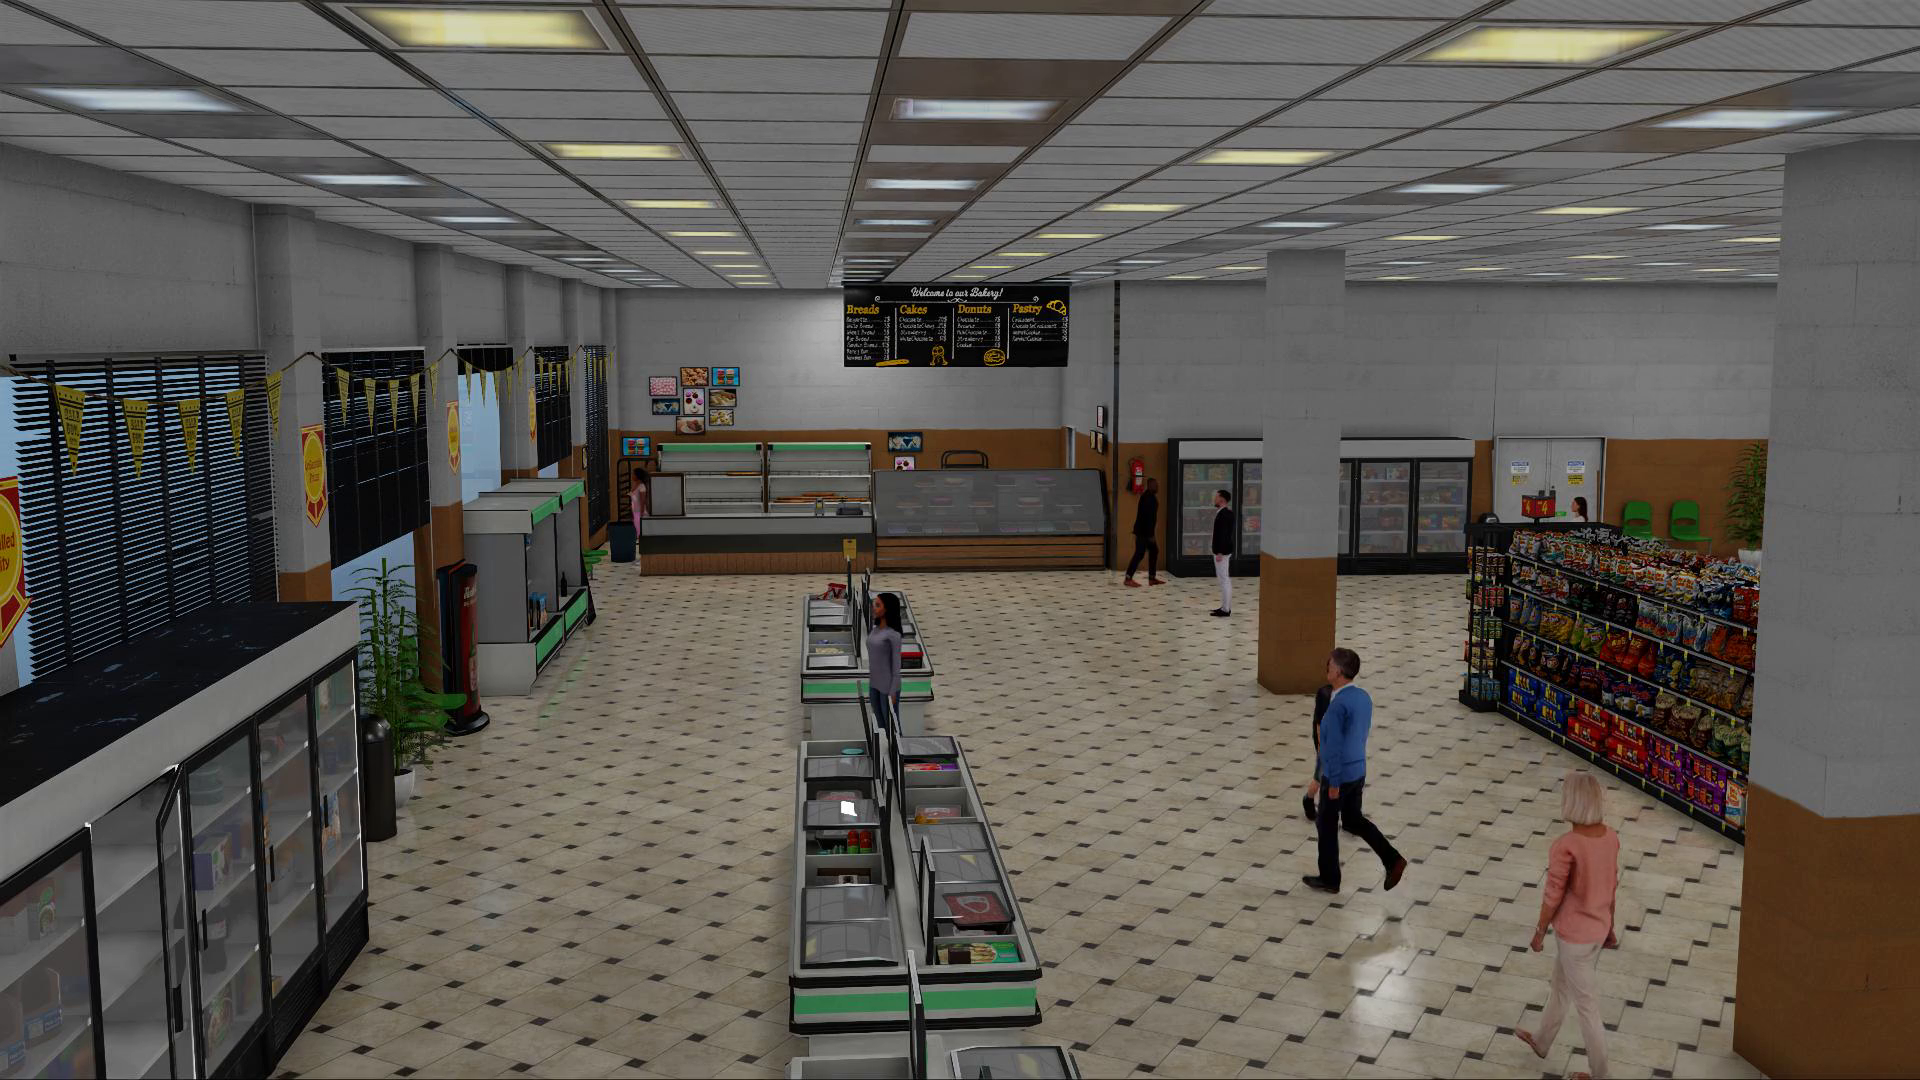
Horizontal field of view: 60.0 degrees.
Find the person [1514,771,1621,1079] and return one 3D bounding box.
[{"bbox_3d":[3.366,2.104,8.833,0.870,1.703,1.040,-4,8,-32],"label":"person"}]

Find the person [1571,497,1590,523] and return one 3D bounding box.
[{"bbox_3d":[9.178,0.190,24.731,0.726,1.688,0.593,2,7,15],"label":"person"}]

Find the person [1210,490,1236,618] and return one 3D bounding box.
[{"bbox_3d":[3.835,0.184,24.137,0.790,1.844,0.650,3,7,21],"label":"person"}]

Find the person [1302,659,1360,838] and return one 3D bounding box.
[{"bbox_3d":[3.022,1.672,13.587,0.638,1.422,0.985,-2,7,-14],"label":"person"}]

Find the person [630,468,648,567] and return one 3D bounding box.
[{"bbox_3d":[-5.682,-0.421,29.567,0.696,1.742,0.535,-3,7,-20],"label":"person"}]

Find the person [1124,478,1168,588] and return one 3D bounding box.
[{"bbox_3d":[2.903,-0.108,26.828,0.983,1.777,0.992,1,7,12],"label":"person"}]

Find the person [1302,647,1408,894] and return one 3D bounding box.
[{"bbox_3d":[2.834,1.682,11.925,1.096,1.800,1.040,6,9,39],"label":"person"}]

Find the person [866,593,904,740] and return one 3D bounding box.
[{"bbox_3d":[-0.660,1.333,15.080,0.742,1.735,0.601,-4,8,-28],"label":"person"}]
